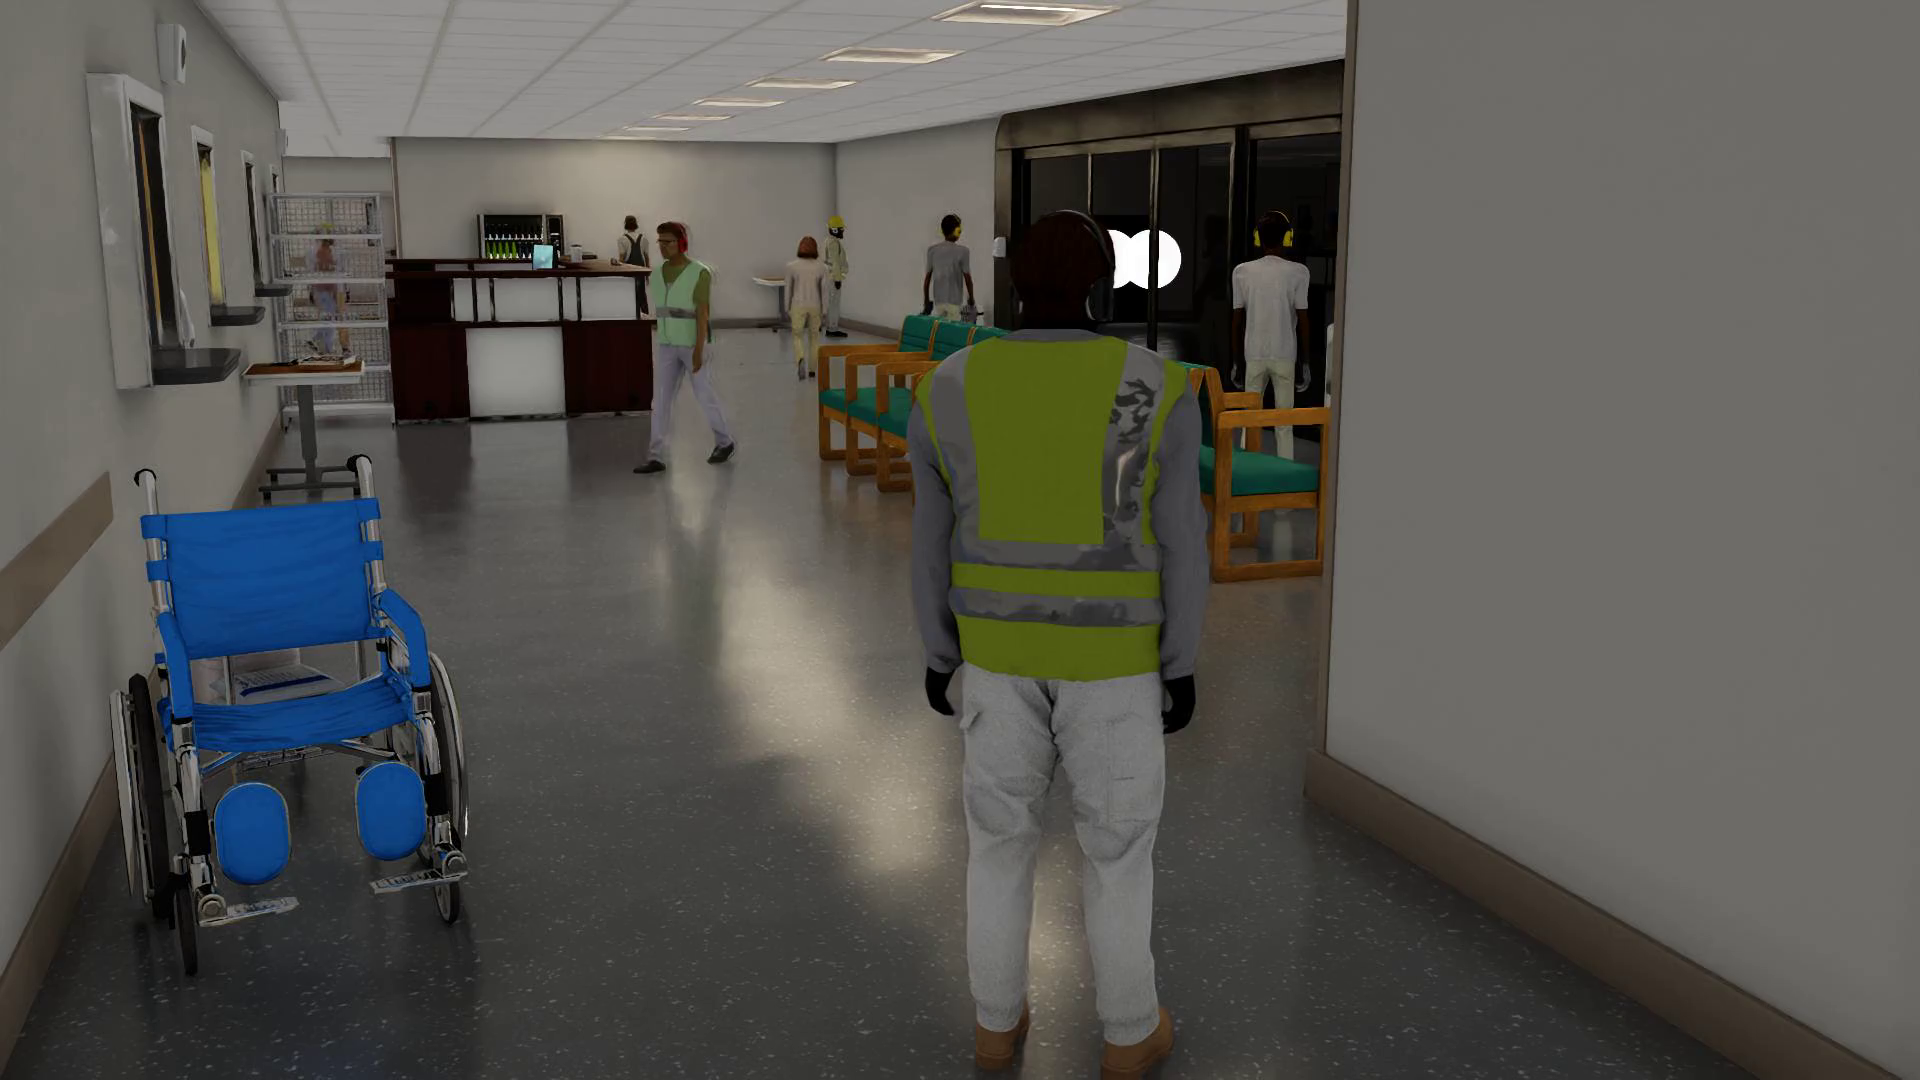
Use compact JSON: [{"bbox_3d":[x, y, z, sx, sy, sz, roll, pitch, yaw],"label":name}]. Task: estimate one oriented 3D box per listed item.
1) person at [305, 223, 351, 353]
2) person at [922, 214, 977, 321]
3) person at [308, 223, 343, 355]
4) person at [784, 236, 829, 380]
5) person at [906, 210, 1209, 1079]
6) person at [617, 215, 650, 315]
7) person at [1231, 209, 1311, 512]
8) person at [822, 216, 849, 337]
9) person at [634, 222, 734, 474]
[{"bbox_3d":[-8.460,-3.370,22.309,0.563,1.742,0.361,-4,12,-19],"label":"person"},{"bbox_3d":[-0.075,-2.439,17.270,0.497,1.839,0.657,8,13,34],"label":"person"},{"bbox_3d":[-8.131,-3.194,21.397,0.400,1.746,0.546,-5,12,-23],"label":"person"},{"bbox_3d":[-1.714,-2.595,18.648,0.502,1.612,0.682,-2,11,-9],"label":"person"},{"bbox_3d":[0.212,0.241,3.524,0.624,1.845,0.430,3,12,17],"label":"person"},{"bbox_3d":[-5.082,-4.124,25.911,0.517,1.841,0.324,-7,13,-31],"label":"person"},{"bbox_3d":[1.940,-1.111,10.374,0.513,1.875,0.328,5,12,23],"label":"person"},{"bbox_3d":[-1.896,-4.004,25.330,0.403,1.830,0.600,-3,11,-14],"label":"person"},{"bbox_3d":[-1.999,-1.411,12.131,0.570,1.802,0.962,6,13,30],"label":"person"}]
